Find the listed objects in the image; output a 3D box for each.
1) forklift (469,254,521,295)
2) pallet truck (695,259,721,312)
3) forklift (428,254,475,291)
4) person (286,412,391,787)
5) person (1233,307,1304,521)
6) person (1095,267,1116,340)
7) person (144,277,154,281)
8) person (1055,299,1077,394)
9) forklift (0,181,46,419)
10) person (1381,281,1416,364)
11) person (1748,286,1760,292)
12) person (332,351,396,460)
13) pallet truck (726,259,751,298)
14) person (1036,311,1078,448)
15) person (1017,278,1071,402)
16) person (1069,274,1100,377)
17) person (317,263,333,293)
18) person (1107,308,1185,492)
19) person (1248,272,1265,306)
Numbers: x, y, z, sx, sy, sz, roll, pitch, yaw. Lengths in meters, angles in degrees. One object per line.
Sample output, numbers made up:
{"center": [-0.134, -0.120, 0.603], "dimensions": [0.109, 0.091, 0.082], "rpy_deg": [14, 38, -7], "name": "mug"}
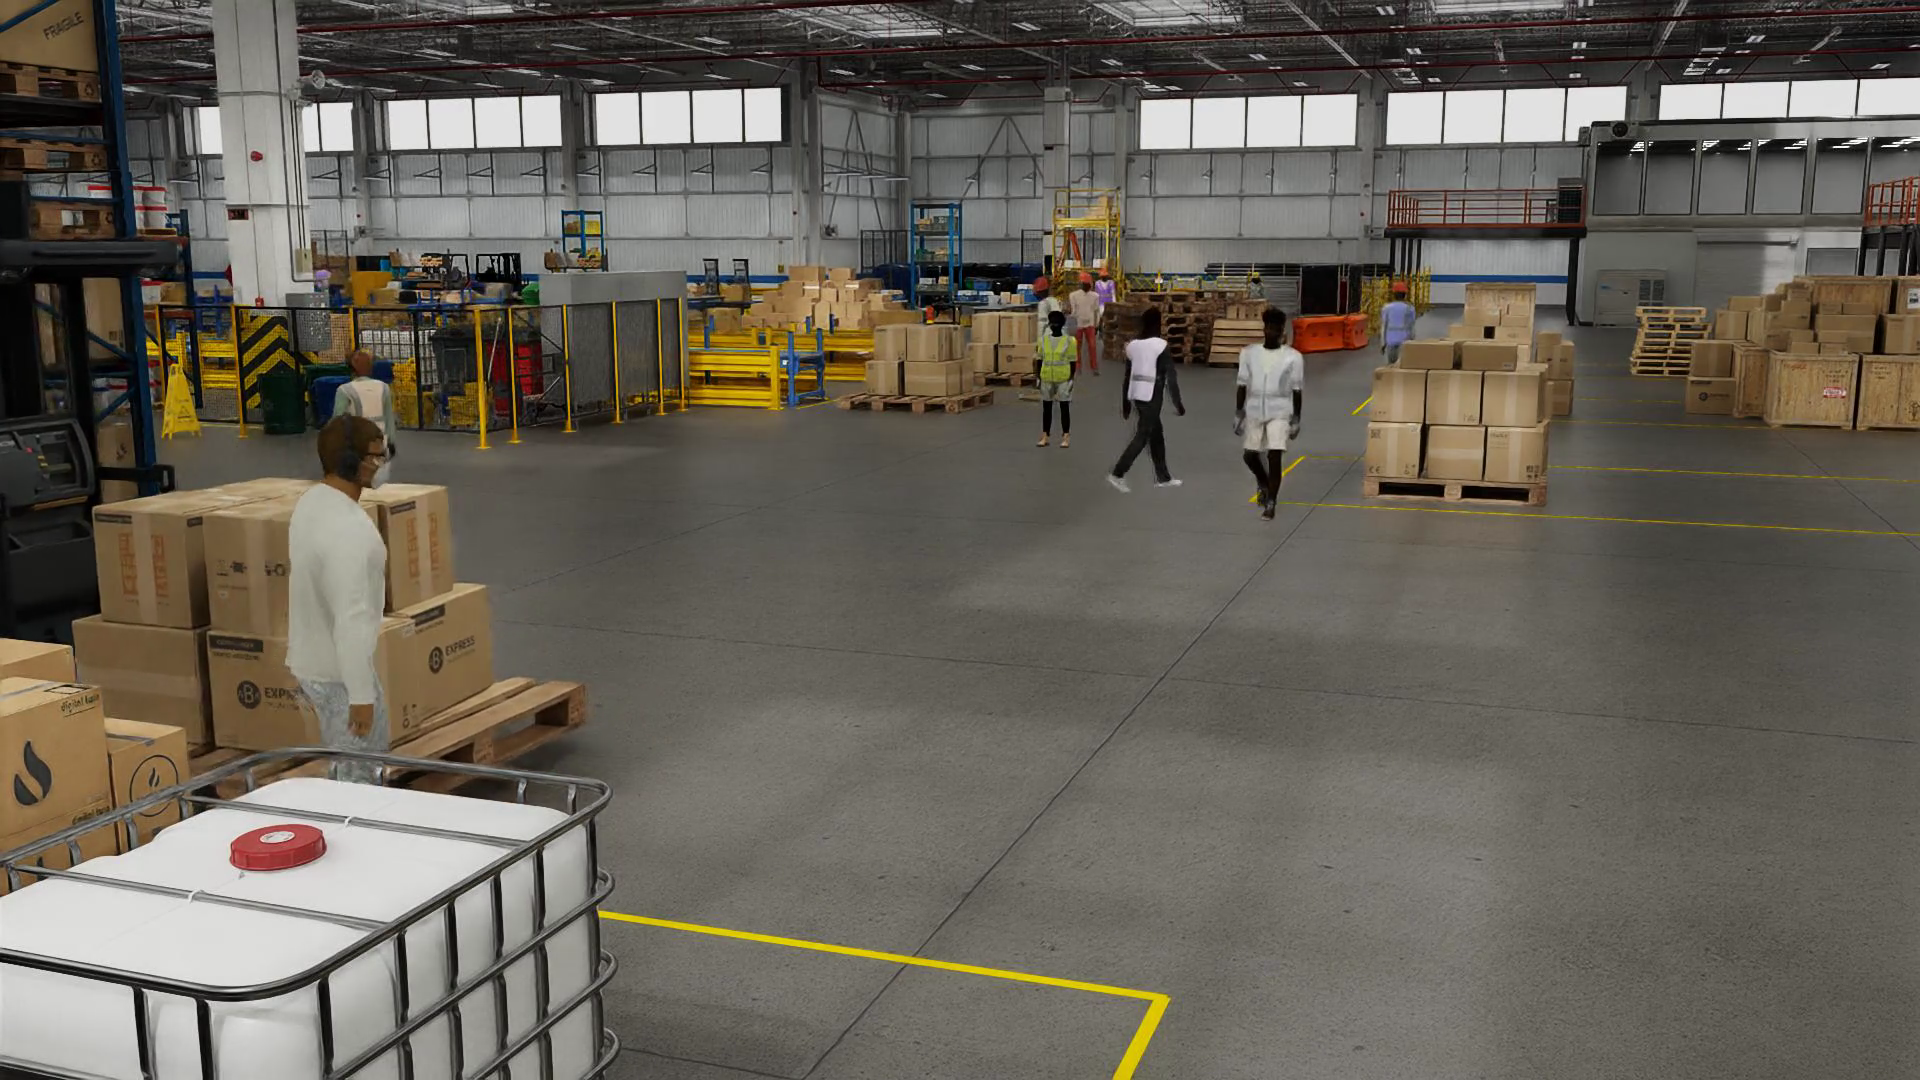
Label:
{"center": [-17.990, -10.121, 64.684], "dimensions": [1.157, 1.987, 2.680], "rpy_deg": [3, 11, 17], "name": "forklift"}
{"center": [-9.165, -9.627, 62.776], "dimensions": [0.823, 1.965, 1.885], "rpy_deg": [4, 11, 23], "name": "pallet truck"}
{"center": [-20.133, -10.254, 65.465], "dimensions": [1.157, 1.987, 2.680], "rpy_deg": [3, 11, 19], "name": "forklift"}
{"center": [-2.332, 0.495, 6.036], "dimensions": [0.731, 1.916, 0.639], "rpy_deg": [-6, 12, -30], "name": "person"}
{"center": [2.842, -1.163, 15.243], "dimensions": [0.631, 1.946, 0.558], "rpy_deg": [5, 11, 25], "name": "person"}
{"center": [3.809, -6.209, 43.777], "dimensions": [0.574, 1.909, 0.701], "rpy_deg": [2, 10, 9], "name": "person"}
{"center": [-26.778, -8.078, 54.817], "dimensions": [0.526, 1.750, 0.769], "rpy_deg": [6, 12, 31], "name": "person"}
{"center": [1.740, -3.266, 28.081], "dimensions": [0.499, 1.594, 0.846], "rpy_deg": [3, 11, 17], "name": "person"}
{"center": [-5.054, -0.403, 8.343], "dimensions": [1.873, 2.768, 1.129], "rpy_deg": [3, 11, 19], "name": "forklift"}
{"center": [7.105, -3.240, 27.011], "dimensions": [0.564, 1.924, 0.547], "rpy_deg": [5, 11, 28], "name": "person"}
{"center": [27.411, -8.510, 57.511], "dimensions": [0.497, 1.626, 0.288], "rpy_deg": [7, 12, 33], "name": "person"}
{"center": [-5.115, -0.799, 14.139], "dimensions": [0.793, 1.602, 0.536], "rpy_deg": [7, 12, 34], "name": "person"}
{"center": [-7.986, -9.493, 62.019], "dimensions": [0.823, 1.965, 1.885], "rpy_deg": [3, 11, 17], "name": "pallet truck"}
{"center": [1.187, -1.984, 20.578], "dimensions": [0.535, 1.697, 0.318], "rpy_deg": [4, 11, 21], "name": "person"}
{"center": [1.350, -3.164, 26.455], "dimensions": [0.842, 1.983, 0.638], "rpy_deg": [7, 12, 33], "name": "person"}
{"center": [2.370, -4.063, 31.584], "dimensions": [0.641, 1.948, 0.989], "rpy_deg": [-1, 10, -7], "name": "person"}
{"center": [-23.750, -9.450, 62.287], "dimensions": [0.646, 1.817, 0.527], "rpy_deg": [4, 11, 21], "name": "person"}
{"center": [1.879, -1.429, 16.975], "dimensions": [0.994, 1.874, 0.596], "rpy_deg": [-6, 12, -32], "name": "person"}
{"center": [8.297, -6.646, 46.718], "dimensions": [0.483, 1.738, 0.312], "rpy_deg": [2, 10, 13], "name": "person"}
